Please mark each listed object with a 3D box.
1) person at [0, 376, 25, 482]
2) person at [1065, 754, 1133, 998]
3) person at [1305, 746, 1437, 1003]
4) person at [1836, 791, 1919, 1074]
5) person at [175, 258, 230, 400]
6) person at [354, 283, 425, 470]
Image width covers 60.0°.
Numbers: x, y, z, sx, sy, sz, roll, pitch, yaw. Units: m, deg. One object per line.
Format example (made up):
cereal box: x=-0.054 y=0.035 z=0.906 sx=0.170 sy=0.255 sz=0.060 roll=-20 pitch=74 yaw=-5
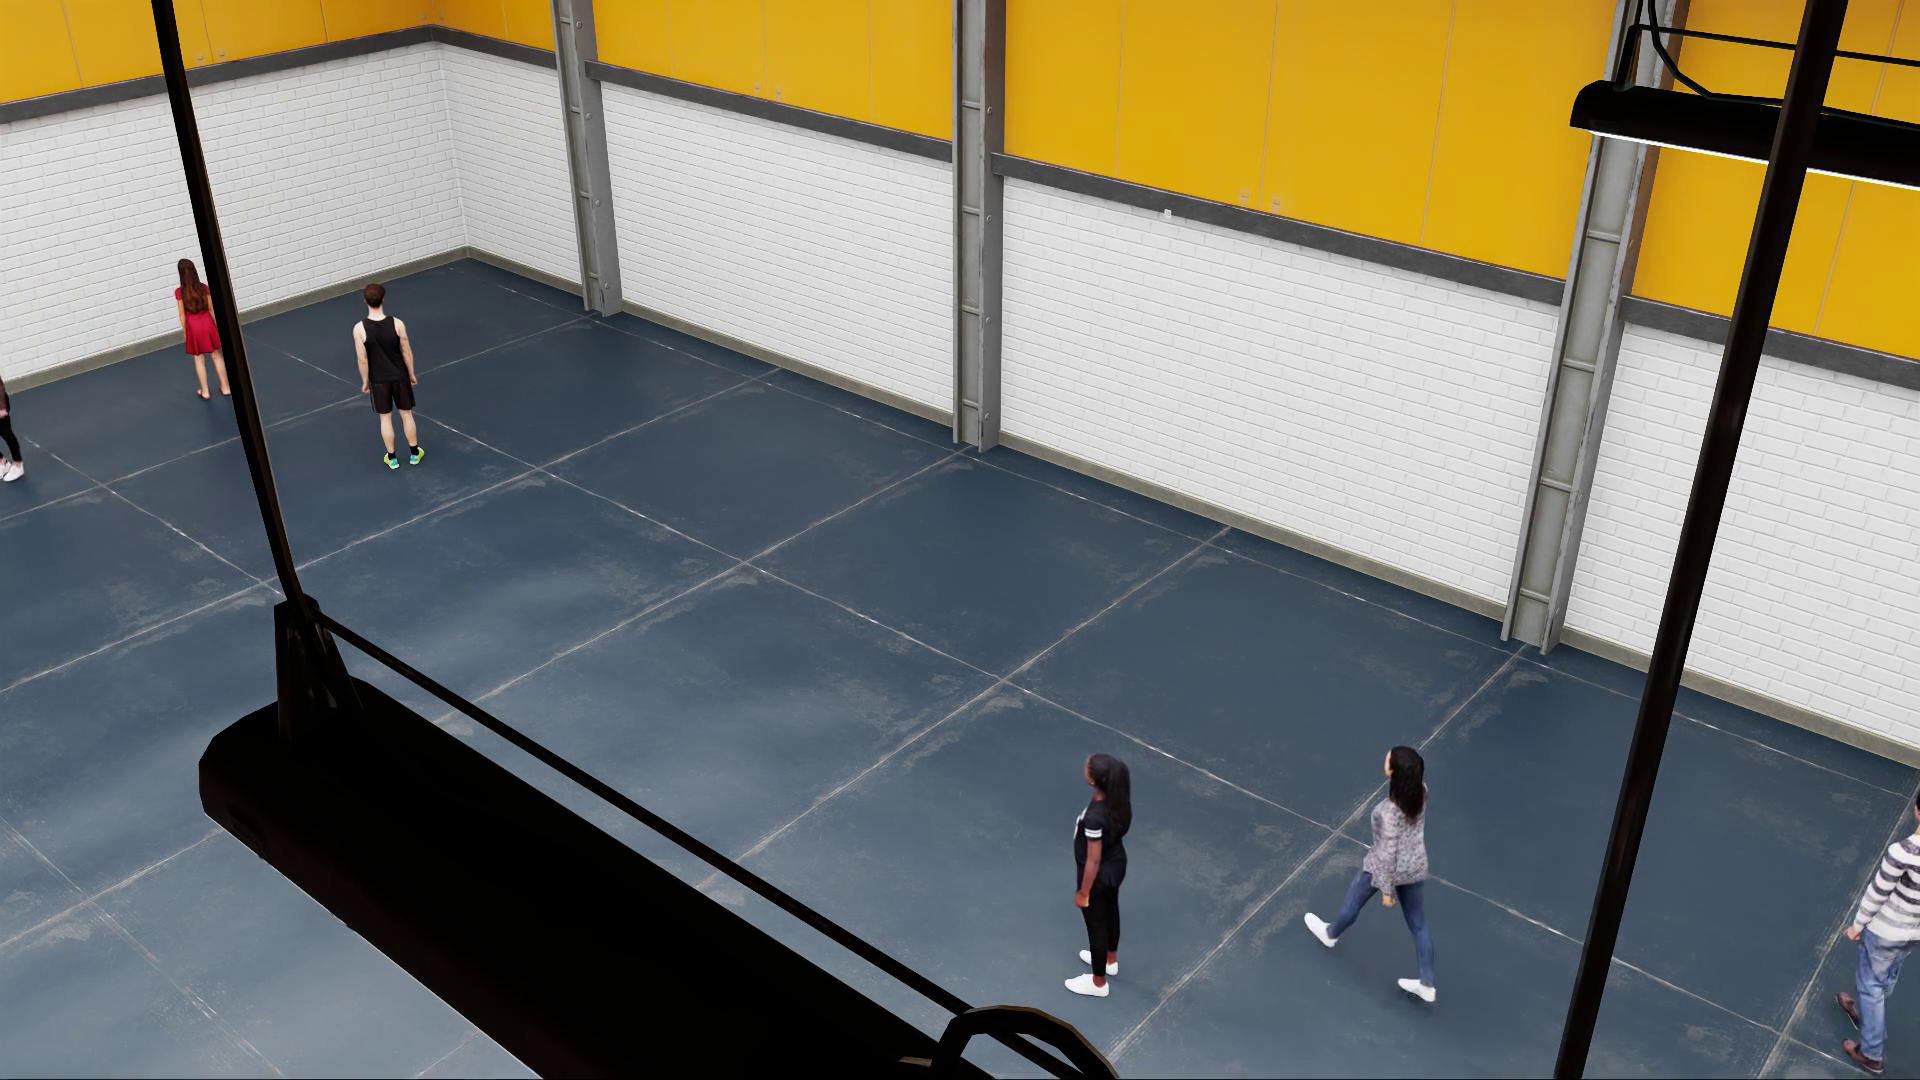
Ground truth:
person: x=-9.401 y=-1.392 z=16.205 sx=0.671 sy=1.693 sz=0.786 roll=6 pitch=29 yaw=11
person: x=0.847 y=1.988 z=9.966 sx=0.636 sy=1.734 sz=0.660 roll=14 pitch=32 yaw=24
person: x=2.677 y=2.026 z=9.954 sx=0.791 sy=1.680 sz=1.228 roll=-20 pitch=34 yaw=-32
person: x=5.353 y=2.216 z=9.436 sx=0.939 sy=1.842 sz=1.011 roll=-4 pitch=29 yaw=-8
person: x=-8.233 y=-2.295 z=18.010 sx=0.588 sy=1.550 sz=0.648 roll=-22 pitch=35 yaw=-34
person: x=-5.636 y=-1.612 z=16.401 sx=0.767 sy=1.892 sz=0.758 roll=-11 pitch=31 yaw=-19
